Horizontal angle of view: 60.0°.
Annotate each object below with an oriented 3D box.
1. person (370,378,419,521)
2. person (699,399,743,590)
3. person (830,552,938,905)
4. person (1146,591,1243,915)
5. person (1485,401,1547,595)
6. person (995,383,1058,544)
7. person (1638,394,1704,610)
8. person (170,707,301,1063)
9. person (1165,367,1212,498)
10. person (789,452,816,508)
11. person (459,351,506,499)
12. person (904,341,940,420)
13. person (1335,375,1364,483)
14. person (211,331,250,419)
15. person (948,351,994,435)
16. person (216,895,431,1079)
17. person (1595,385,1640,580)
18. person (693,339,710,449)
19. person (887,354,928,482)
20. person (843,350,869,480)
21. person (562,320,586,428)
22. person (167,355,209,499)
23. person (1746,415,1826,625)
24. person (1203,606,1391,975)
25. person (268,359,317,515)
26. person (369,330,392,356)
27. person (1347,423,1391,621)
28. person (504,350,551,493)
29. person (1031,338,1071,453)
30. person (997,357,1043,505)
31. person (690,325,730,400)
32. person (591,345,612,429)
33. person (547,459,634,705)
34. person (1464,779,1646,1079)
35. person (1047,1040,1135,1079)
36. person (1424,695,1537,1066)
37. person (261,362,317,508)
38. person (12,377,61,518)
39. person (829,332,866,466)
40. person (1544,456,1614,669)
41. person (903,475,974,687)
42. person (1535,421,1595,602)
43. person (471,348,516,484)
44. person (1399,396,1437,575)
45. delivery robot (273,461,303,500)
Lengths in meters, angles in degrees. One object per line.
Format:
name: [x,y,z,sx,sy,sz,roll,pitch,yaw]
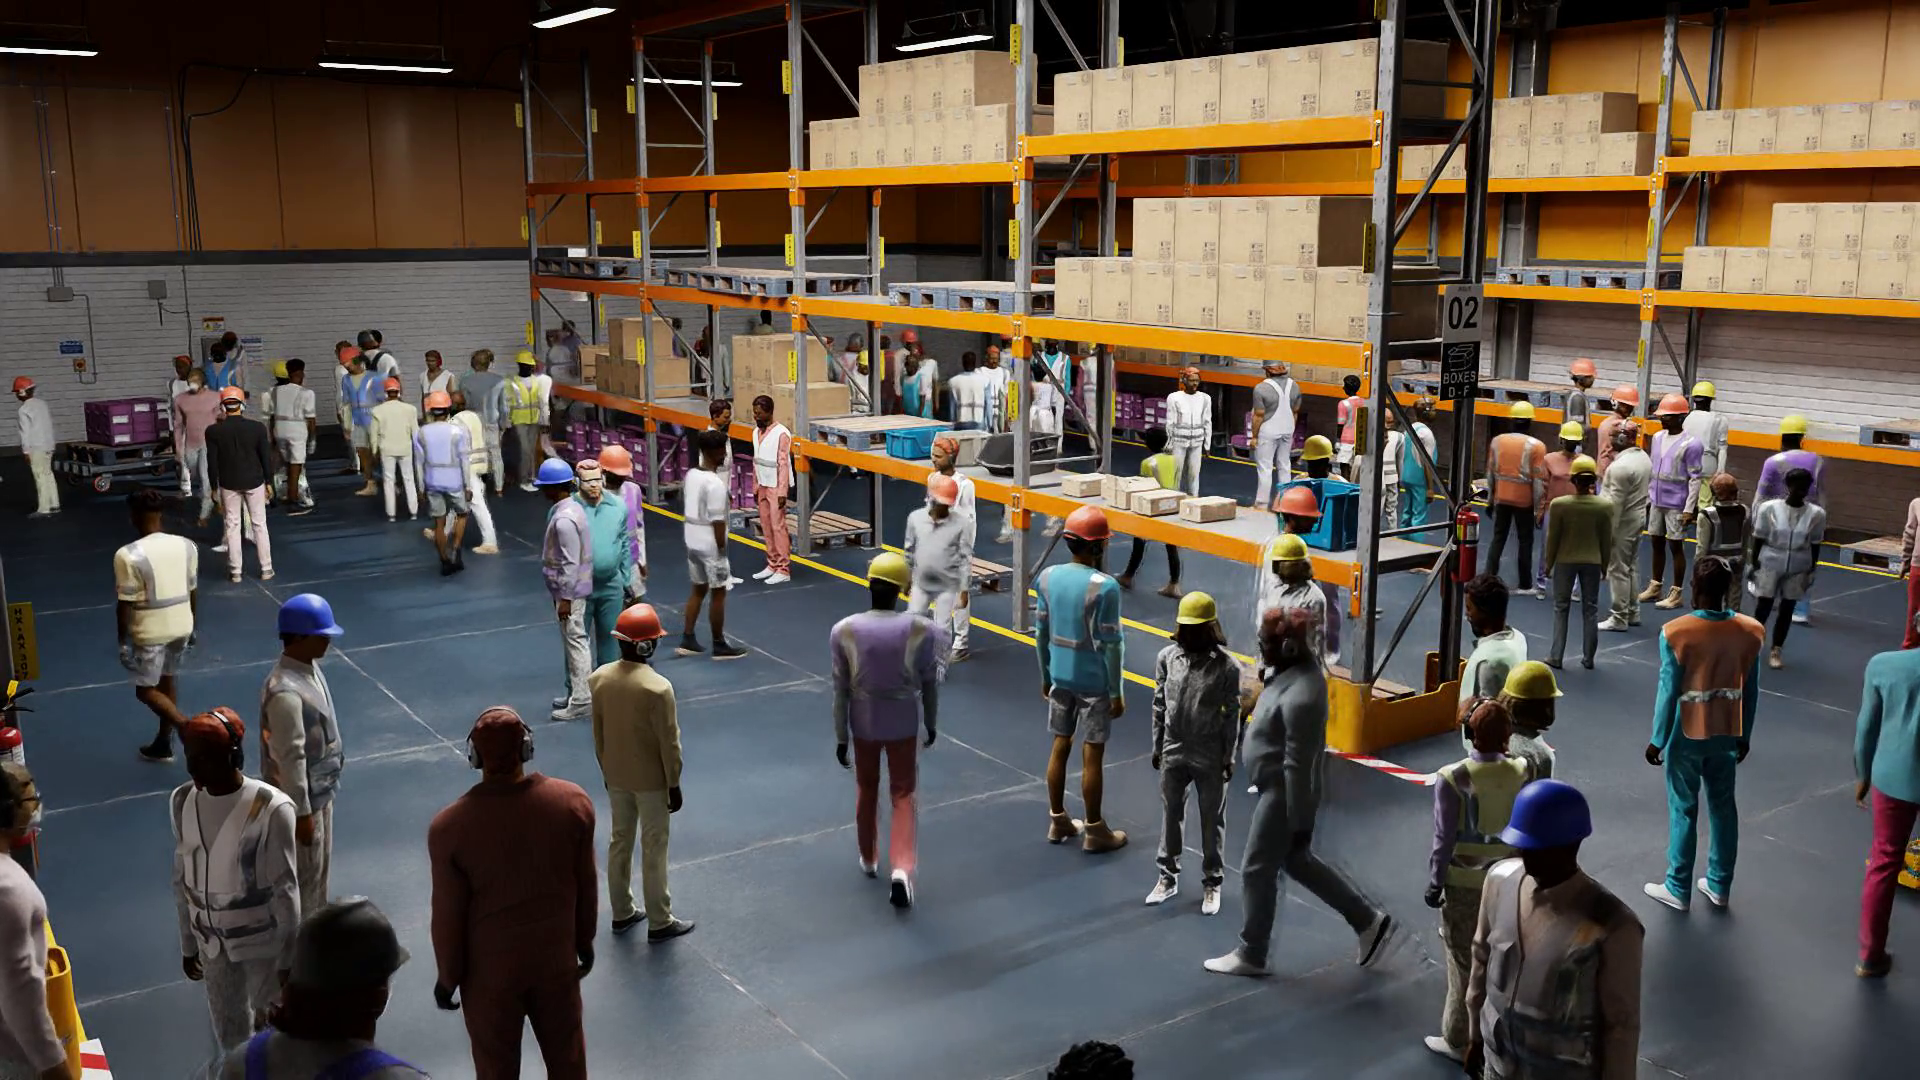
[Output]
person: [-6.883,-1.100,20.271,0.599,1.743,0.403,-7,13,-30]
person: [-2.418,-0.453,16.529,0.400,1.908,0.598,1,11,6]
person: [-0.412,1.016,9.054,0.589,1.886,0.828,0,11,2]
person: [1.244,1.125,8.858,0.484,1.744,0.295,5,12,24]
person: [5.421,-0.390,16.205,0.606,1.909,0.662,-9,14,-40]
person: [0.788,-0.902,18.970,0.576,1.848,0.917,7,13,32]
person: [6.673,-0.362,15.697,0.382,2.041,0.616,-4,12,-19]
person: [-2.757,1.546,6.377,0.568,1.878,0.351,4,12,18]
person: [2.776,-1.157,20.215,0.581,1.879,0.365,-2,11,-10]
person: [-2.053,-1.347,21.033,0.392,1.935,0.552,-6,13,-29]
person: [-6.242,-1.500,21.791,0.632,1.939,0.368,-10,15,-41]
person: [-0.550,-2.138,25.412,0.594,1.810,0.570,5,12,23]
person: [4.986,-1.260,21.200,0.535,1.691,0.317,-8,13,-34]
person: [-11.699,-2.407,26.616,0.703,1.869,0.372,0,11,2]
person: [0.158,-1.575,22.281,0.621,1.890,0.562,2,11,9]
person: [-1.479,1.857,4.348,0.700,2.000,0.912,6,13,29]
person: [6.722,-0.599,17.060,0.391,1.986,0.608,10,15,41]
person: [-4.085,-2.326,26.524,0.344,1.743,0.556,0,11,-2]
person: [-0.624,-1.724,23.328,0.509,1.795,0.919,7,13,33]
person: [-1.360,-1.763,23.436,0.589,1.822,0.403,-8,14,-35]
person: [-6.736,-2.888,28.983,0.454,1.910,0.668,-8,13,-34]
person: [-10.113,-1.478,21.824,0.572,1.883,0.355,1,11,4]
person: [7.589,-0.213,15.340,0.591,1.870,0.992,-3,11,-13]
person: [1.656,1.226,8.017,0.819,1.878,0.651,2,11,12]
person: [-8.301,-1.297,20.827,0.641,1.920,0.778,3,11,14]
person: [-9.441,-2.485,27.049,0.504,1.861,0.328,-10,15,-43]
person: [3.730,-0.183,15.318,0.395,1.836,0.563,3,11,16]
person: [-5.742,-1.583,22.277,0.645,1.906,0.602,8,14,35]
person: [1.420,-2.270,25.986,0.627,1.844,0.429,1,11,5]
person: [0.762,-1.382,21.160,0.602,1.949,0.396,-3,11,-15]
person: [-4.110,-2.575,27.373,0.651,1.907,0.409,-1,11,-8]
person: [-5.847,-2.367,27.011,0.319,1.641,0.519,0,11,-2]
person: [-2.740,0.340,12.460,0.652,1.905,0.403,-8,14,-35]
person: [1.884,1.698,5.404,0.409,1.943,0.615,-7,13,-31]
person: [0.317,2.066,4.155,0.533,1.698,0.322,4,12,18]
person: [2.275,1.485,7.282,0.523,1.638,0.310,-4,12,-19]
person: [-8.631,-1.336,21.164,0.974,1.866,0.645,7,13,30]
person: [-11.400,-1.150,20.518,0.387,1.740,0.641,1,11,5]
person: [-1.597,-2.056,24.374,0.729,2.000,0.792,3,11,13]
person: [5.053,0.187,13.623,0.526,1.760,0.336,1,11,5]
person: [-0.177,0.325,13.034,0.597,1.708,0.447,4,12,19]
person: [5.796,-0.271,15.959,0.526,1.763,0.335,3,11,14]
person: [-6.605,-1.678,22.814,0.812,1.917,0.629,0,11,1]
person: [4.772,-0.568,17.261,0.343,1.847,0.507,-2,11,-11]
delivery robot: [-8.649,-0.777,21.401,0.477,0.478,0.707,-5,12,-24]
